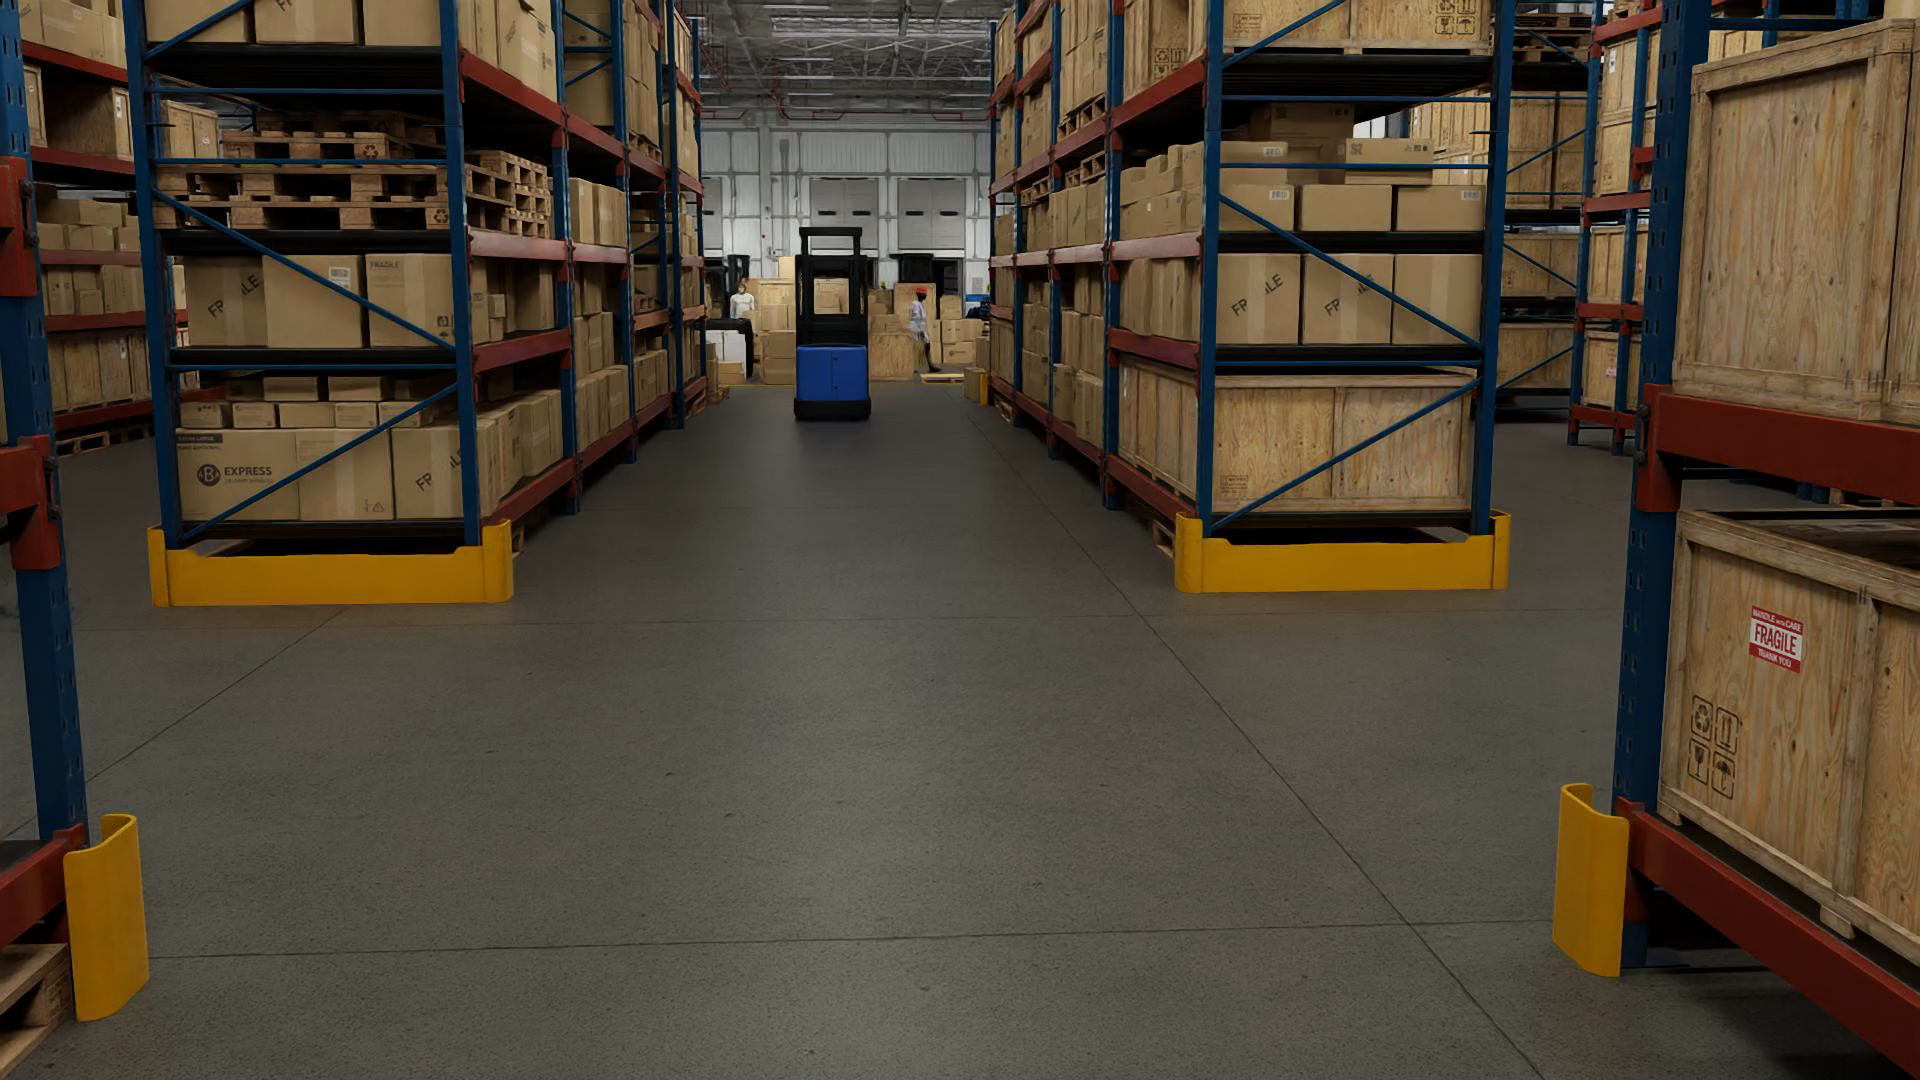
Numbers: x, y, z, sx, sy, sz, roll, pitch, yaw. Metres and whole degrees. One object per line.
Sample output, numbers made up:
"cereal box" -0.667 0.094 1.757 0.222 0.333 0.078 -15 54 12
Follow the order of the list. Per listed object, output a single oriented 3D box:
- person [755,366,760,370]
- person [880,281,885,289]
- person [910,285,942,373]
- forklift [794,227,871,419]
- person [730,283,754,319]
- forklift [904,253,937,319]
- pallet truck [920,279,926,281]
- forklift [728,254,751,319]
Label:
"person" -4.076 -4.697 37.226 0.959 1.805 0.638 -4 10 -23
"person" -2.810 -8.473 60.568 0.597 1.913 0.474 1 9 4
"person" -0.787 -4.520 35.784 0.922 1.899 0.566 4 10 21
"forklift" -1.901 -3.235 24.644 1.129 2.768 1.873 -1 9 -4
"person" -5.626 -5.688 42.994 0.637 1.938 0.357 -1 9 -4
"forklift" -1.321 -7.852 53.634 1.129 2.768 1.873 -5 10 -30
"pallet truck" -0.932 -8.922 63.114 1.885 1.965 0.823 2 9 13
"forklift" -7.609 -8.483 57.593 1.873 2.768 1.129 5 10 27
